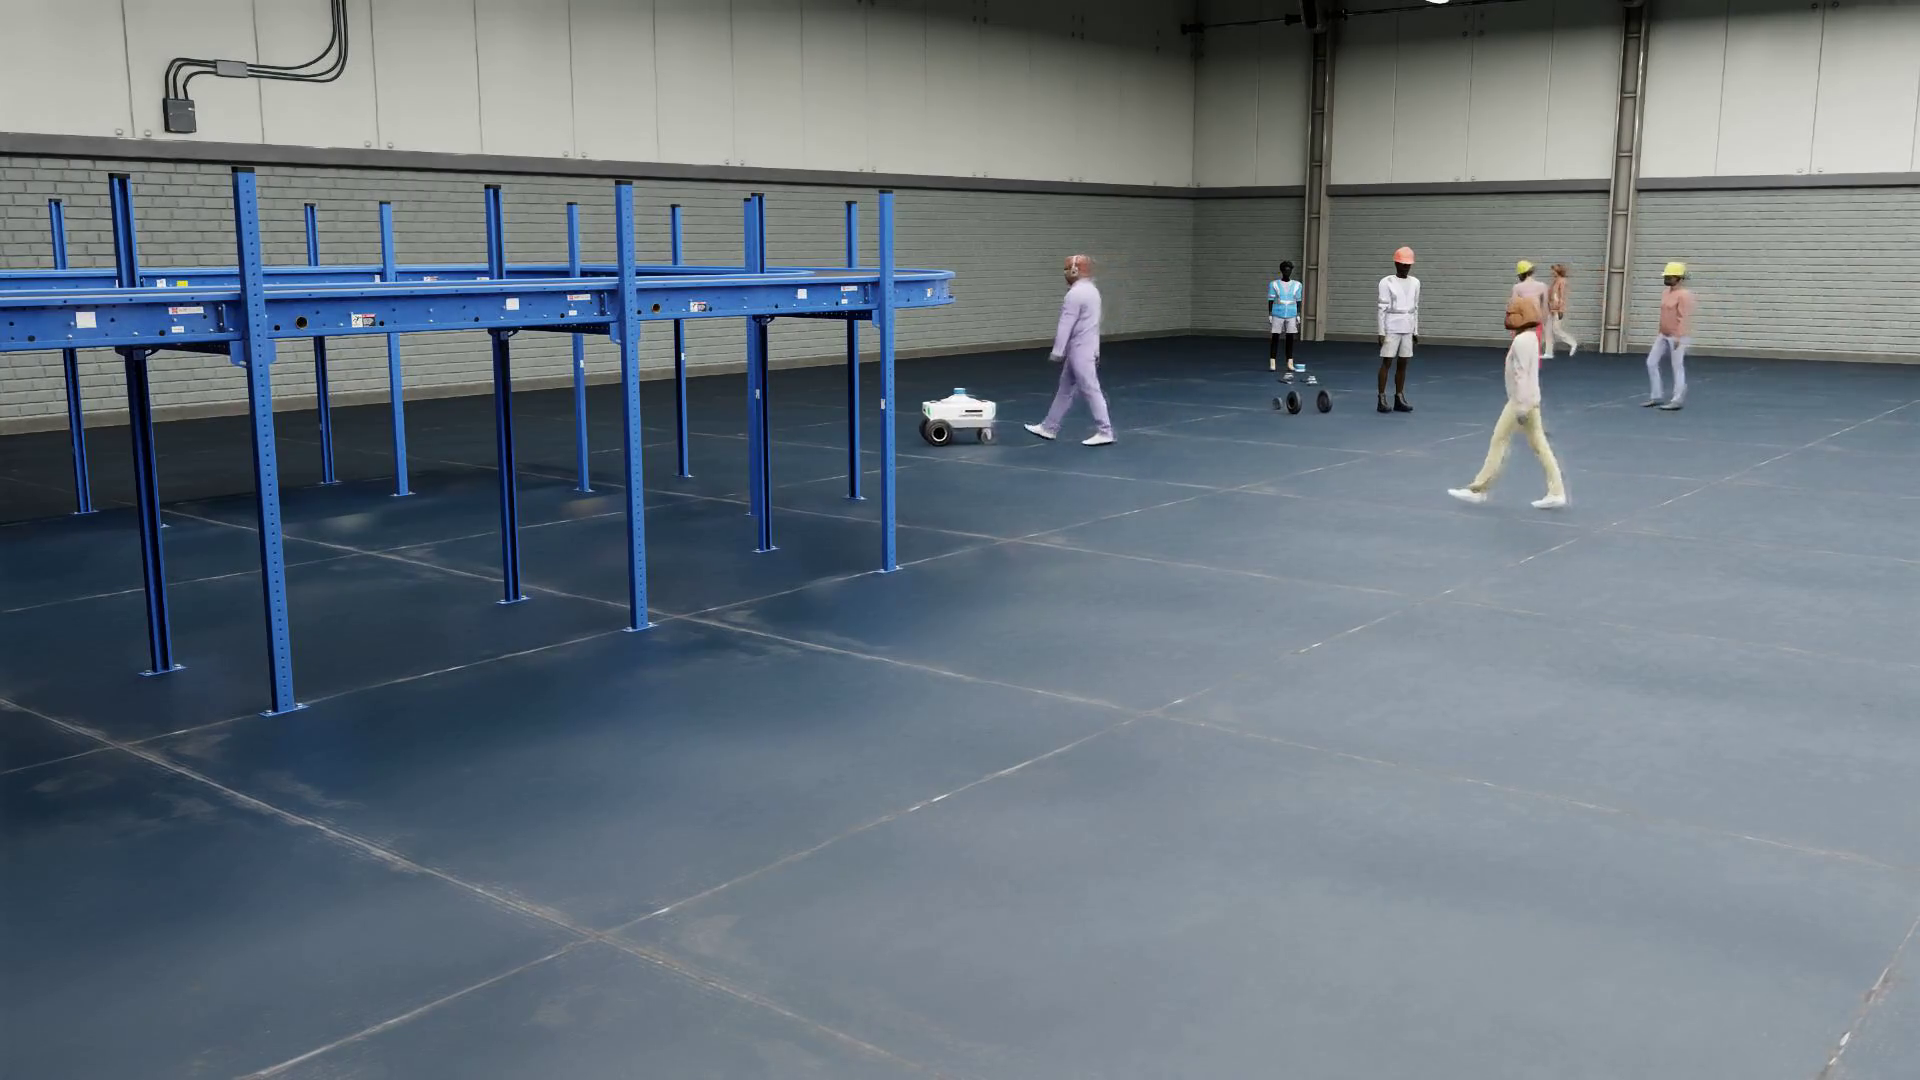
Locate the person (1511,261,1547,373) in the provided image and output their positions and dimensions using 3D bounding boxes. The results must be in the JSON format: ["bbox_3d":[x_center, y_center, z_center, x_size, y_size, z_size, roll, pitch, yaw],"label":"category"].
[{"bbox_3d":[8.176,-3.145,23.942,0.541,1.704,0.876,1,10,4],"label":"person"}]

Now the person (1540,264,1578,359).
[{"bbox_3d":[10.185,-3.880,28.248,0.554,1.620,0.526,0,10,-2],"label":"person"}]

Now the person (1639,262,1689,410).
[{"bbox_3d":[8.395,-2.422,19.801,0.594,1.747,0.546,-2,10,-10],"label":"person"}]

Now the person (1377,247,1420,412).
[{"bbox_3d":[5.194,-2.481,19.639,0.550,1.933,0.373,-4,11,-19],"label":"person"}]

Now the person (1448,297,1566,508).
[{"bbox_3d":[4.235,-1.044,12.637,0.875,1.584,0.519,6,12,30],"label":"person"}]

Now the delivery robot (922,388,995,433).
[{"bbox_3d":[-0.009,-1.275,16.636,0.707,0.478,0.477,-2,10,-9],"label":"delivery robot"}]

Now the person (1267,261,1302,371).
[{"bbox_3d":[5.021,-3.468,25.762,0.534,1.698,0.318,0,10,-1],"label":"person"}]

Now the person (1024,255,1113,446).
[{"bbox_3d":[1.091,-1.868,16.440,0.981,1.854,0.657,3,11,17],"label":"person"}]

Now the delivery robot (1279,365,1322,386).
[{"bbox_3d":[4.050,-1.971,19.776,0.335,0.223,0.699,-3,11,-18],"label":"delivery robot"}]
